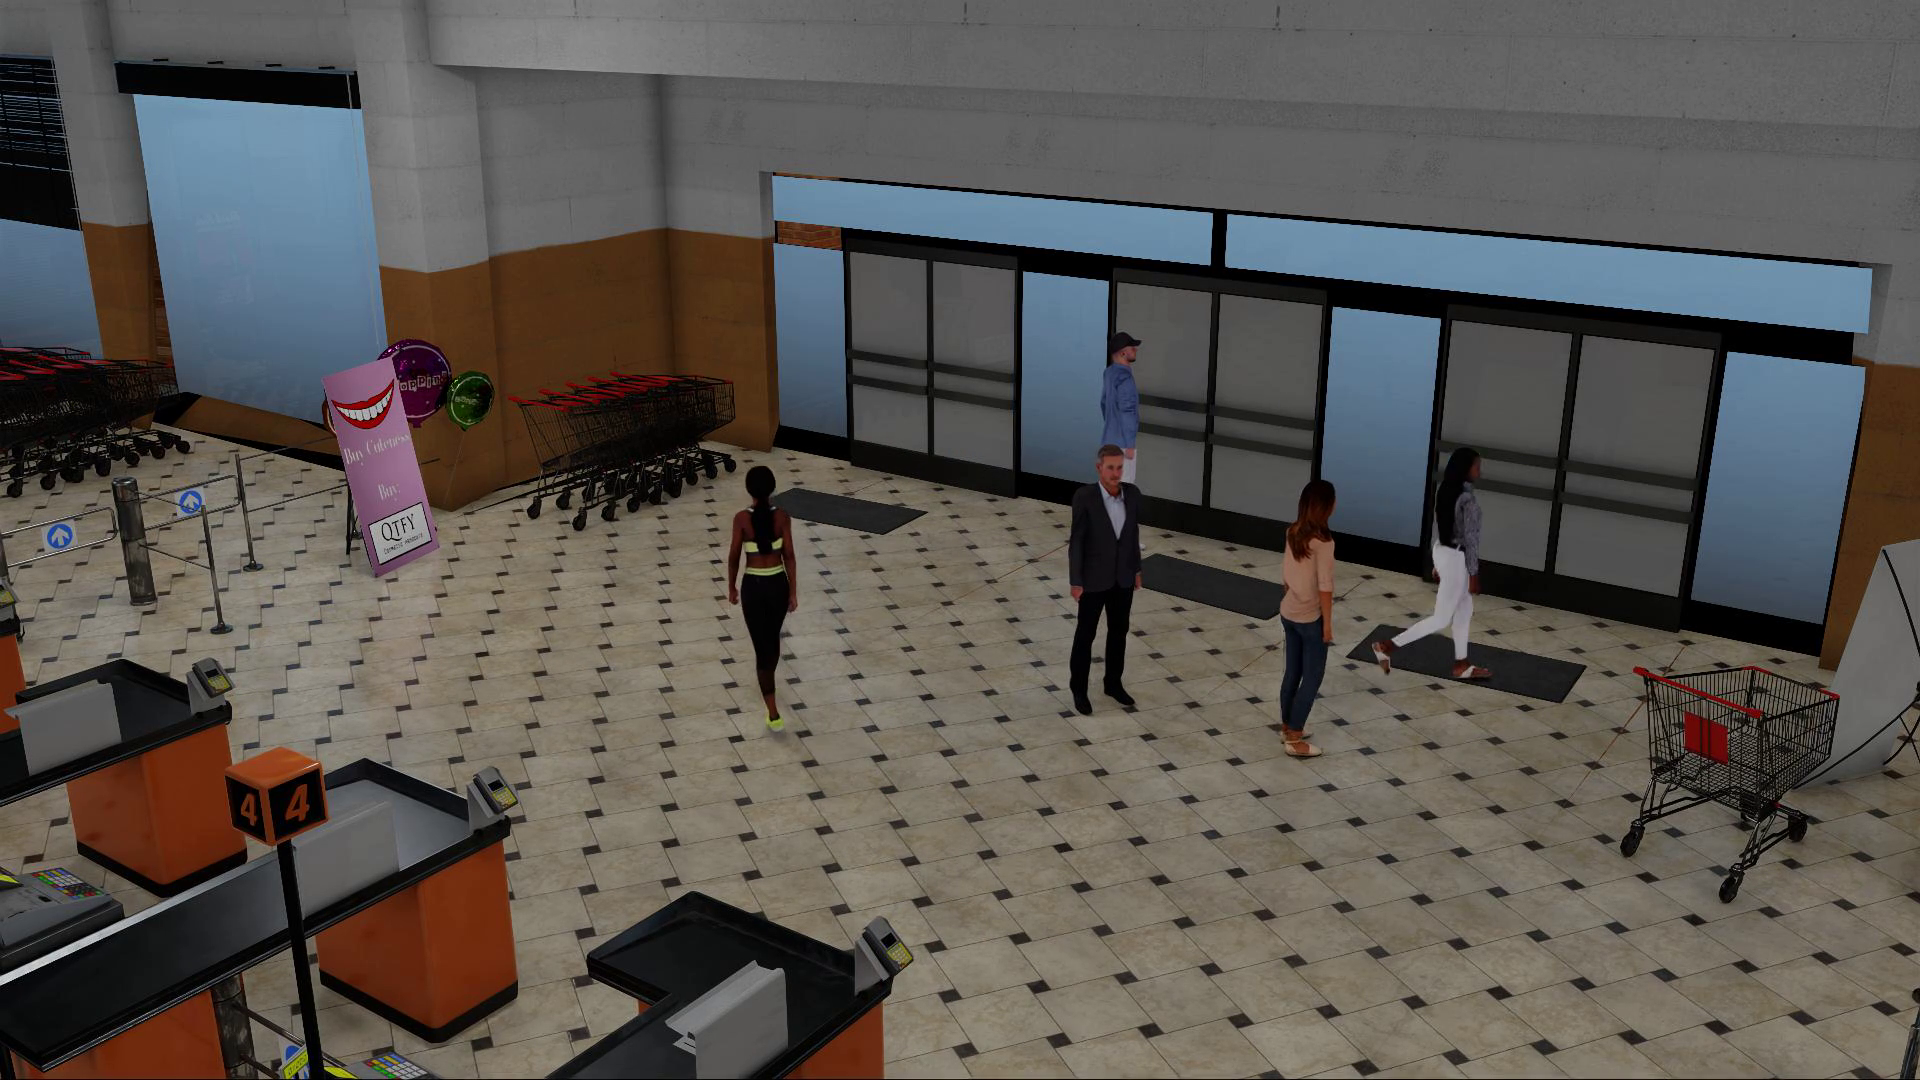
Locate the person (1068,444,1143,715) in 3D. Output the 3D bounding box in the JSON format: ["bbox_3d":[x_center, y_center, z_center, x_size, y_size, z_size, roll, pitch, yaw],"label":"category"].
[{"bbox_3d":[0.979,0.236,11.124,0.721,1.836,0.870,-9,21,-25],"label":"person"}]

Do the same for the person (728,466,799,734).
[{"bbox_3d":[-1.257,0.417,10.792,1.110,1.704,1.102,-5,19,-14],"label":"person"}]

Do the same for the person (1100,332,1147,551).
[{"bbox_3d":[1.383,-0.855,14.277,0.783,1.888,0.742,-5,19,-14],"label":"person"}]

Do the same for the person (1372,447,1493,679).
[{"bbox_3d":[3.294,0.210,11.420,1.082,1.696,1.115,-1,19,-3],"label":"person"}]

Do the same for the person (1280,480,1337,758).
[{"bbox_3d":[2.167,0.480,10.472,0.734,1.790,0.706,-8,20,-21],"label":"person"}]
